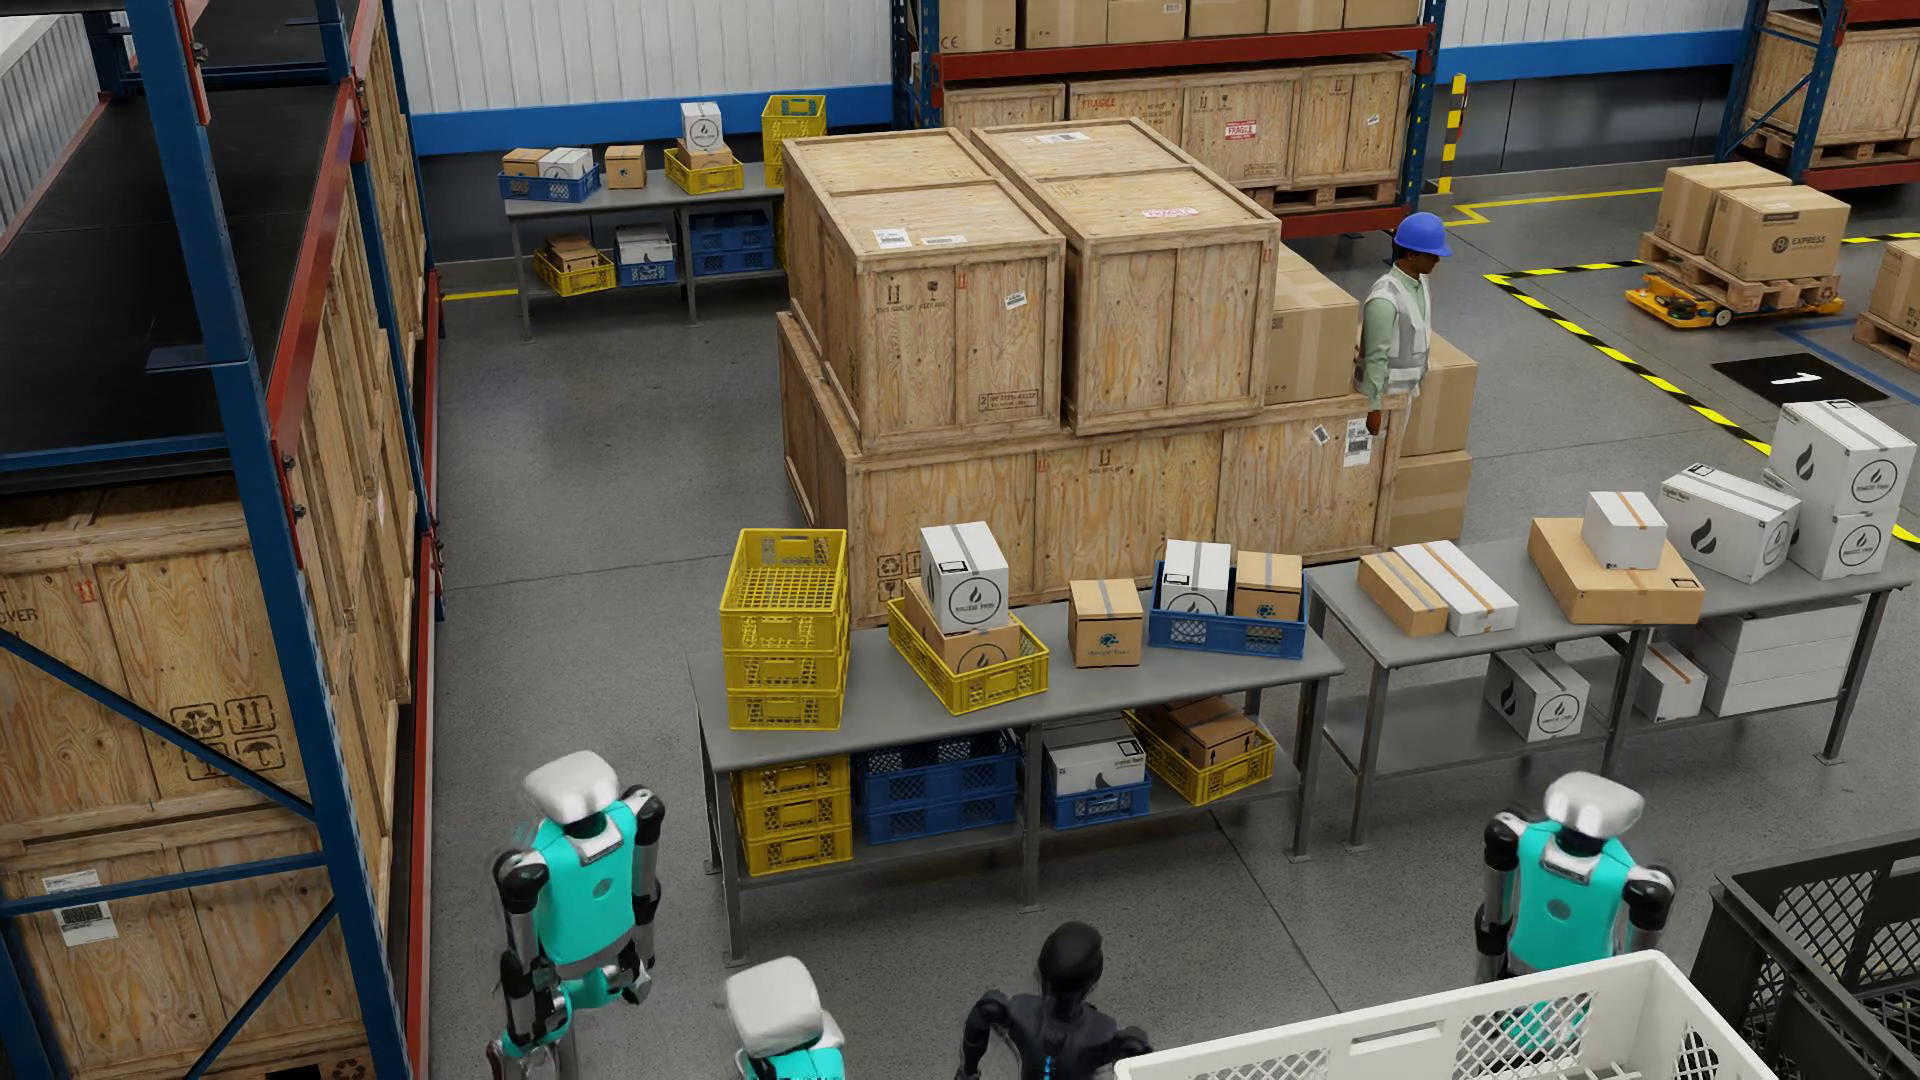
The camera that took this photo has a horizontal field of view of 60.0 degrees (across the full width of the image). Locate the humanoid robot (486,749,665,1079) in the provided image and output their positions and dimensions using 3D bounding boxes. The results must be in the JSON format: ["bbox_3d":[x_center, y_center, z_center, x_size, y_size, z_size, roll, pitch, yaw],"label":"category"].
[{"bbox_3d":[-1.285,1.343,5.217,0.822,1.826,0.534,25,38,38],"label":"humanoid robot"}]

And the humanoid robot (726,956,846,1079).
[{"bbox_3d":[-0.591,1.847,4.186,0.679,1.755,0.545,-14,32,-24],"label":"humanoid robot"}]

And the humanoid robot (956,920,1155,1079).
[{"bbox_3d":[0.247,1.691,4.588,0.606,1.650,0.407,8,30,14],"label":"humanoid robot"}]

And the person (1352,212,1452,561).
[{"bbox_3d":[2.295,-0.802,8.845,0.411,1.939,0.602,18,34,30],"label":"person"}]

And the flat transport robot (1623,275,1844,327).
[{"bbox_3d":[5.796,-1.852,12.449,1.431,0.197,0.652,-7,30,-13],"label":"flat transport robot"}]

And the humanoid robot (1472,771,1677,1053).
[{"bbox_3d":[1.906,1.368,5.148,0.546,1.758,1.038,22,35,34],"label":"humanoid robot"}]

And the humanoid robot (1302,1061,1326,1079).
[{"bbox_3d":[0.740,1.859,4.231,0.530,1.788,0.772,-20,35,-32],"label":"humanoid robot"}]
